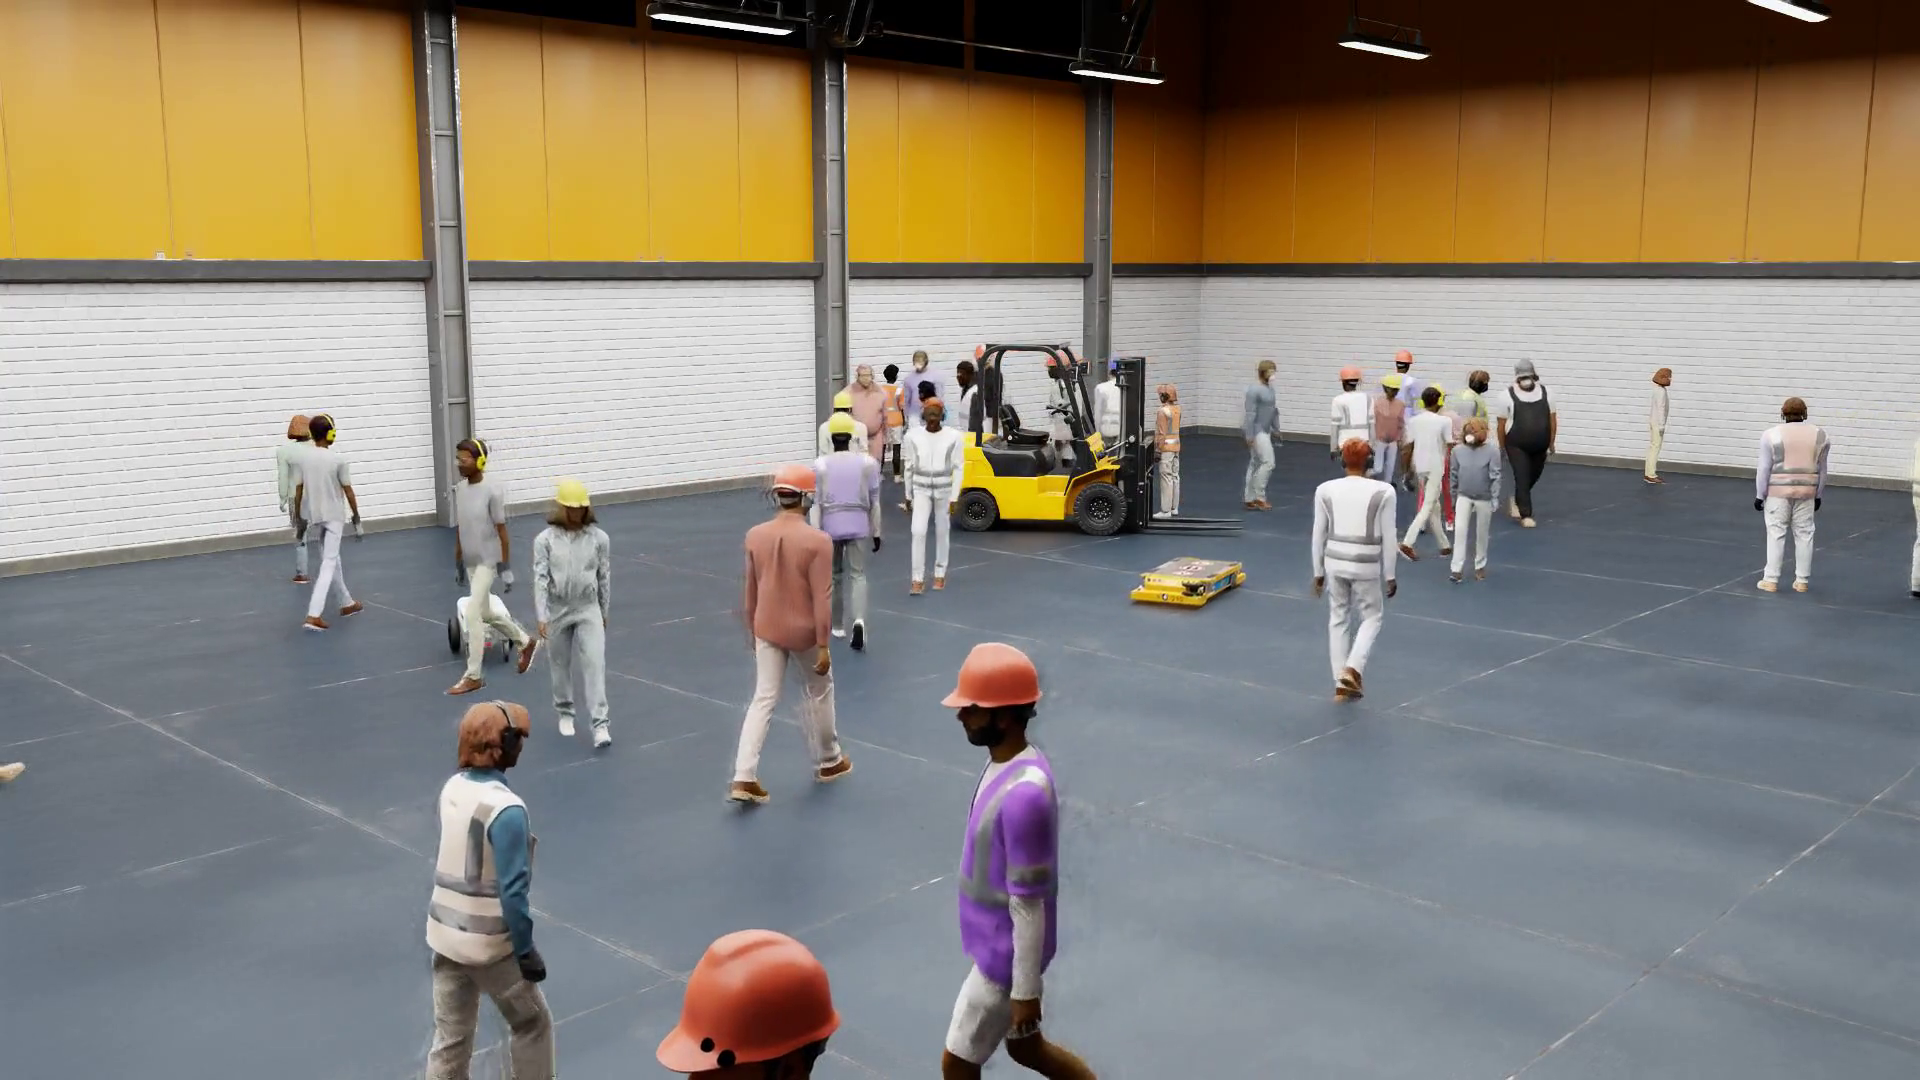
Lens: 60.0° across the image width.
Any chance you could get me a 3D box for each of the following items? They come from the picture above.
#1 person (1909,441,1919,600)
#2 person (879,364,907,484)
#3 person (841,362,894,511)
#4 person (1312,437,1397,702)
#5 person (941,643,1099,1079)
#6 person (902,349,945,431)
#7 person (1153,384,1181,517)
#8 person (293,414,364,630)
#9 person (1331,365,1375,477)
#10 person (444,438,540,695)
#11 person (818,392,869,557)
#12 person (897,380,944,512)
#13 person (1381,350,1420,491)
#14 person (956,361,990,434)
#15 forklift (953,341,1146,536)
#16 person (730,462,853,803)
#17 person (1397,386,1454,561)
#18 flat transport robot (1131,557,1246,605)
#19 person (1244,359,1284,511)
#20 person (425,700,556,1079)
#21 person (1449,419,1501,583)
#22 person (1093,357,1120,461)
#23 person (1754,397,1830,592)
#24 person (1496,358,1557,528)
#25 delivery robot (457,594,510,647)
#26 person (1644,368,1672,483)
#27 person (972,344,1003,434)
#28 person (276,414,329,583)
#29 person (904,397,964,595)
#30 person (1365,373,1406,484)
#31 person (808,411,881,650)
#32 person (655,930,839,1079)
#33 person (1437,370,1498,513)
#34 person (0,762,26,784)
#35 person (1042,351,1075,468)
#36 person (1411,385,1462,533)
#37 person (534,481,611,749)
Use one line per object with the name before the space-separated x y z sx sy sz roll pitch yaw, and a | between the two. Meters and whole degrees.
person | 8.902 -0.324 15.101 0.466 1.818 0.599 0 9 -1
person | -0.982 -1.636 23.535 0.531 1.690 0.319 3 10 20
person | -1.174 -1.269 20.682 0.687 1.885 0.405 -2 9 -10
person | 2.751 0.215 11.617 0.610 1.869 0.435 5 11 30
person | 0.215 1.248 5.209 0.912 1.907 0.555 0 9 -1
person | -0.507 -1.716 23.302 0.630 1.920 0.558 3 10 17
person | 2.533 -1.081 20.287 0.307 1.637 0.512 5 11 30
person | -5.382 -0.168 14.165 0.522 1.821 1.010 2 10 14
person | 4.762 -1.151 19.995 0.548 1.893 0.984 -3 10 -18
person | -3.425 0.158 12.106 0.533 1.845 0.855 7 12 38
person | -1.233 -0.689 17.520 0.538 1.751 0.364 0 9 -2
person | -0.361 -1.180 20.858 0.888 1.643 0.547 -3 10 -17
person | 6.038 -1.636 22.798 0.550 1.930 0.372 9 13 43
person | 0.115 -1.268 20.620 0.484 1.898 0.616 -3 10 -16
forklift | 0.977 -1.223 19.452 2.313 2.155 1.214 2 9 11
person | -0.999 0.525 9.547 0.626 1.942 1.029 4 10 25
person | 4.897 -0.694 17.399 0.928 1.815 0.603 -8 12 -39
flat transport robot | 2.159 0.368 15.577 0.652 0.197 1.431 5 10 26
person | 3.808 -1.306 20.801 0.588 1.914 0.648 5 11 28
person | -1.542 1.331 5.572 0.681 1.602 0.535 -8 12 -40
person | 4.947 -0.365 16.043 0.516 1.588 0.845 5 10 27
person | 2.036 -1.431 21.672 0.622 1.883 1.019 0 9 -2
person | 7.793 -0.422 15.636 0.622 1.840 0.430 1 9 8
person | 6.730 -1.210 19.845 0.684 2.000 0.938 0 9 -2
delivery robot | -3.728 0.599 13.004 0.477 0.478 0.707 -3 10 -21
person | 9.936 -1.625 23.634 0.268 1.632 0.507 2 10 14
person | 0.379 -1.763 23.408 0.578 1.984 0.631 -9 13 -43
person | -6.339 -0.398 16.108 0.501 1.632 0.280 -6 11 -33
person | -0.250 -0.406 15.527 0.570 1.842 0.882 1 9 4
person | 5.314 -1.229 20.880 0.528 1.746 0.543 -4 10 -23
person | -0.925 -0.084 13.388 0.593 1.903 0.865 -1 9 -8
person | -0.325 1.605 2.903 0.368 1.935 0.552 -8 12 -40
person | 6.276 -1.235 20.777 0.871 1.801 0.633 3 10 18
person | -5.906 0.629 9.337 0.973 1.788 0.653 -4 10 -23
person | 1.132 -1.332 20.641 0.780 2.017 0.648 3 10 20
person | 5.455 -0.925 19.086 0.596 1.703 0.863 6 11 32
person | -2.444 0.477 10.561 0.488 1.698 0.894 -3 10 -18
